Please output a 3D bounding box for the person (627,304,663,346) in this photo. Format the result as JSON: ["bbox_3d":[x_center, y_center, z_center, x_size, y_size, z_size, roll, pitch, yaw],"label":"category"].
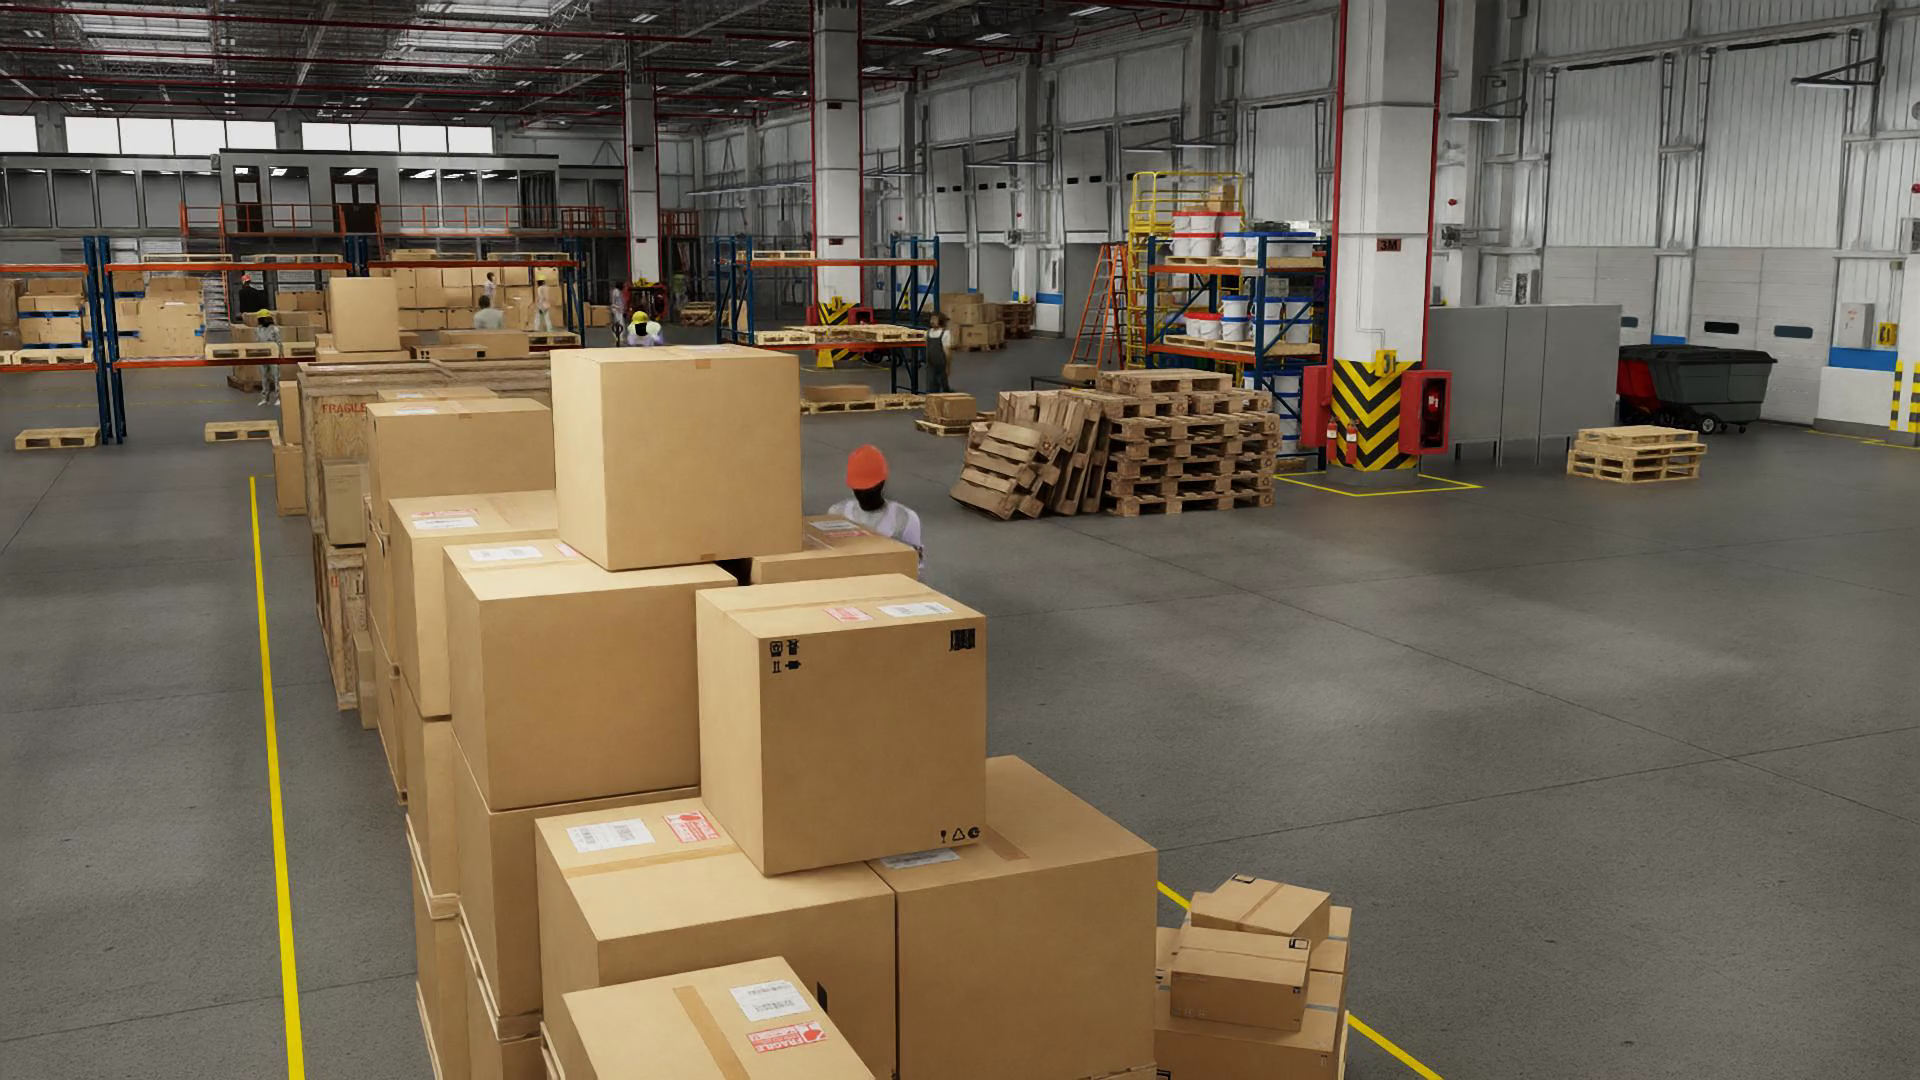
[{"bbox_3d":[-5.419,-3.135,28.741,0.610,1.880,0.806,-3,11,-15],"label":"person"}]

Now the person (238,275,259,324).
[{"bbox_3d":[-19.578,-6.285,45.767,0.395,1.992,0.622,5,11,26],"label":"person"}]

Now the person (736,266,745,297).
[{"bbox_3d":[-9.967,-11.557,74.816,0.612,1.997,0.375,-1,10,-6],"label":"person"}]

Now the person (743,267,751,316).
[{"bbox_3d":[-8.200,-9.580,64.084,0.376,1.935,0.550,-1,10,-4],"label":"person"}]

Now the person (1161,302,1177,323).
[{"bbox_3d":[4.021,-3.819,32.395,0.416,1.915,0.584,-2,11,-13],"label":"person"}]

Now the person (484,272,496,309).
[{"bbox_3d":[-14.878,-7.529,52.778,0.372,1.940,0.631,-1,10,-6],"label":"person"}]

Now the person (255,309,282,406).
[{"bbox_3d":[-12.437,-3.281,29.905,0.488,1.743,0.317,1,10,7],"label":"person"}]

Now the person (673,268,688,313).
[{"bbox_3d":[-11.122,-9.971,66.540,0.646,1.824,0.646,5,11,24],"label":"person"}]

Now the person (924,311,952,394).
[{"bbox_3d":[-0.344,-2.916,27.707,0.523,1.815,0.881,5,11,26],"label":"person"}]

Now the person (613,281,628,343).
[{"bbox_3d":[-9.711,-6.520,47.640,0.431,1.810,0.726,-2,11,-13],"label":"person"}]

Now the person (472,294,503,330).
[{"bbox_3d":[-9.134,-3.758,32.033,0.564,1.921,0.664,8,13,36],"label":"person"}]

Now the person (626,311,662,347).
[{"bbox_3d":[-4.709,-2.436,24.742,0.593,1.925,0.384,4,11,19],"label":"person"}]

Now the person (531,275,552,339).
[{"bbox_3d":[-12.594,-6.966,49.785,0.876,1.890,0.623,3,11,16],"label":"person"}]

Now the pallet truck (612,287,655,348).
[{"bbox_3d":[-6.464,-4.406,35.401,0.823,1.965,1.885,6,12,32],"label":"pallet truck"}]

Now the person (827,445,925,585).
[{"bbox_3d":[-0.439,0.407,9.167,0.661,1.903,0.505,3,11,18],"label":"person"}]
